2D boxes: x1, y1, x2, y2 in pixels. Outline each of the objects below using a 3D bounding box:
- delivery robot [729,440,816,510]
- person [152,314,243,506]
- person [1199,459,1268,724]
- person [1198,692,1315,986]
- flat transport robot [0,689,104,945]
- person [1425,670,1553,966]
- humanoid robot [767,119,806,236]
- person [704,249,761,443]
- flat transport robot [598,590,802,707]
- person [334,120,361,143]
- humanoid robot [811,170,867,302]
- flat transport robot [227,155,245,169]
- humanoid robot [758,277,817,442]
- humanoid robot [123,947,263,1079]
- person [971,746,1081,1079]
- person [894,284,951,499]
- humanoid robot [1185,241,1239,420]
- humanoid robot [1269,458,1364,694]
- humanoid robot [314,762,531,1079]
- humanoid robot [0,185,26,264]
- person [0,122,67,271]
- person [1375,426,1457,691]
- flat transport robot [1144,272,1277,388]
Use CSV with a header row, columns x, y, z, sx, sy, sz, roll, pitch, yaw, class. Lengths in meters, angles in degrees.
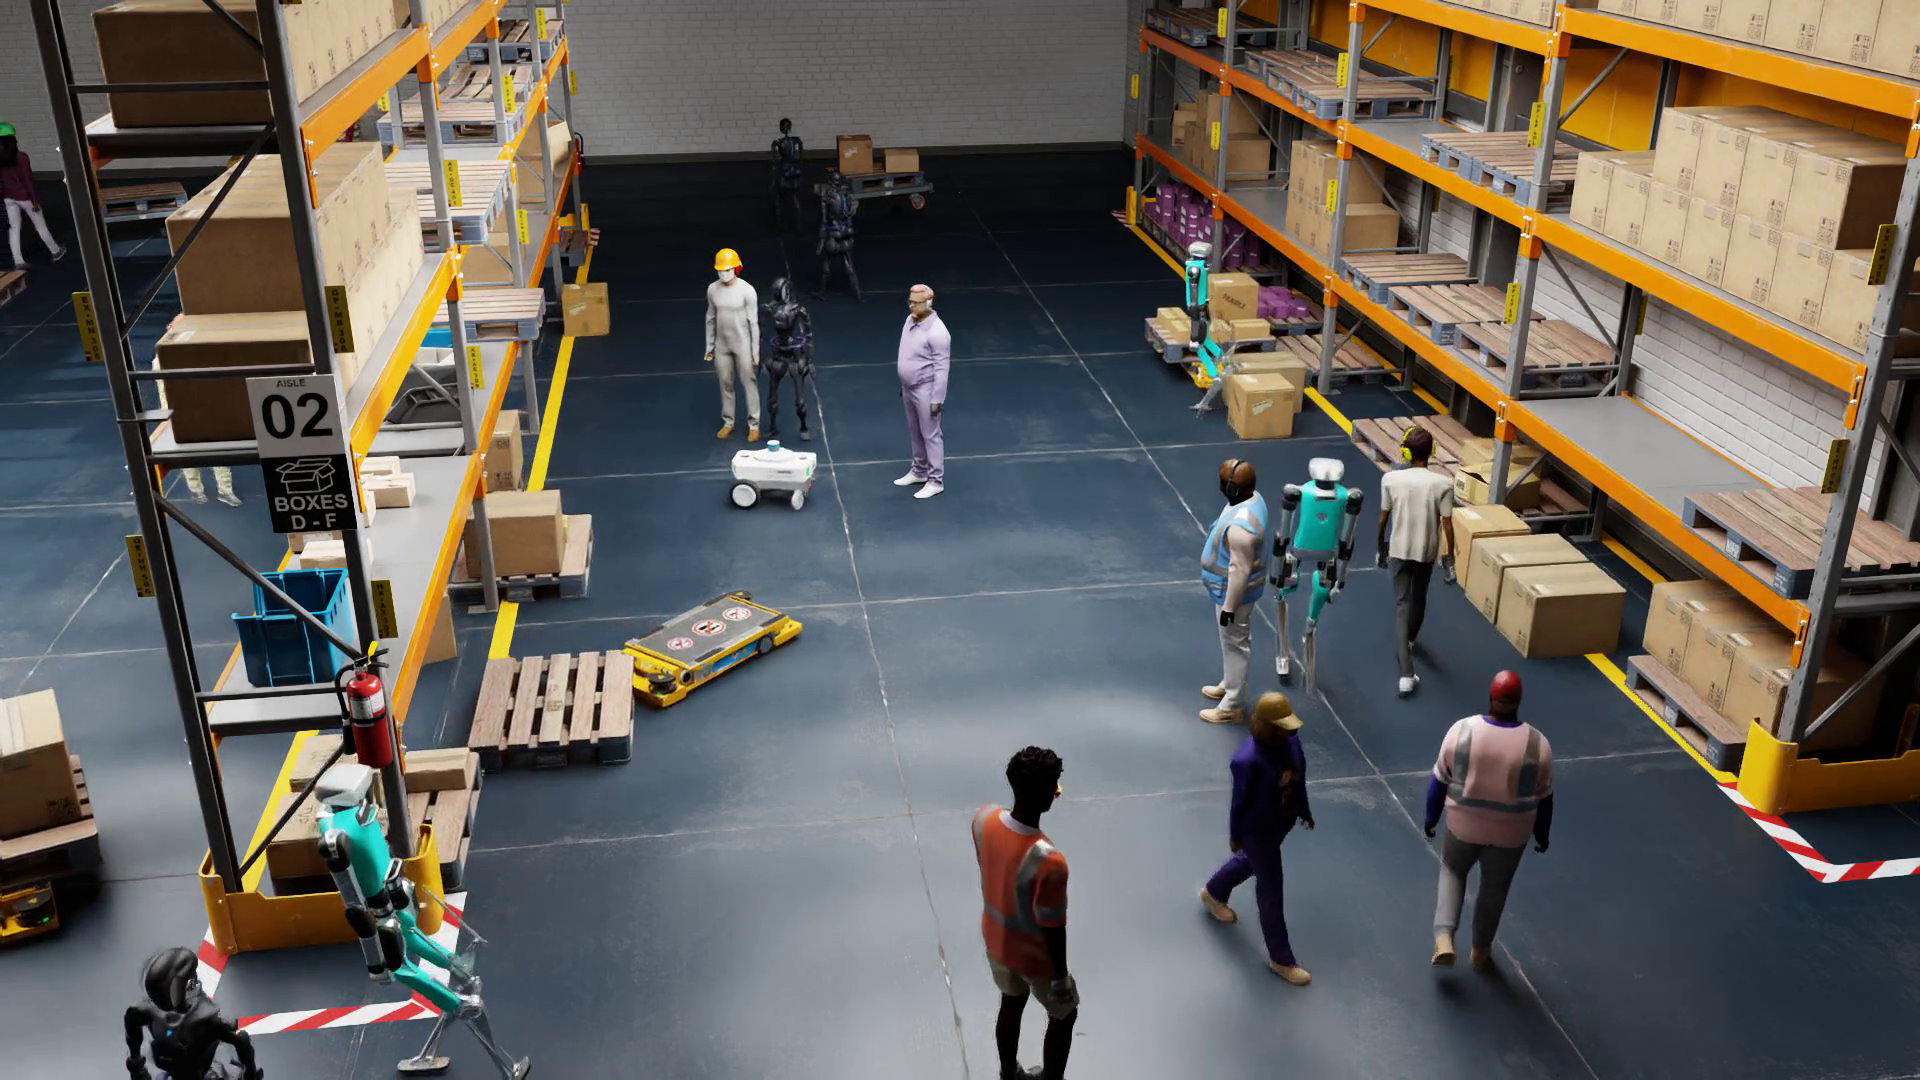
x,y,z,sx,sy,sz,roll,pitch,yaw,class
-1.651,-0.586,14.641,0.752,0.581,0.518,2,24,5,delivery robot
-6.581,-1.097,14.361,0.706,1.717,0.585,20,31,38,person
1.793,0.336,10.960,0.431,1.841,0.622,6,24,13,person
1.570,1.461,8.703,0.464,1.589,0.816,-22,32,-40,person
-5.539,1.868,9.422,0.659,0.231,1.431,-14,27,-28,flat transport robot
2.697,1.469,8.503,0.621,1.740,0.498,9,25,20,person
-2.479,-5.199,23.788,0.587,1.635,0.657,-19,30,-37,humanoid robot
-2.178,-1.862,15.908,0.563,1.888,0.379,7,25,17,person
-1.850,0.760,11.947,0.659,0.231,1.431,16,29,33,flat transport robot
-9.522,-6.184,25.878,0.622,1.807,0.882,22,32,40,person
-1.499,-3.725,20.466,0.768,1.630,0.601,17,29,33,humanoid robot
-10.299,-5.043,25.167,0.659,0.231,1.431,-6,24,-14,flat transport robot
-1.660,-1.728,15.867,0.611,1.633,0.372,6,24,13,humanoid robot
-3.030,2.302,6.685,0.593,1.635,0.442,3,24,7,humanoid robot
0.331,1.783,7.516,0.473,1.956,0.627,-17,29,-34,person
-0.351,-1.315,14.636,0.412,1.908,0.651,-13,27,-27,person
2.536,-2.040,16.565,0.657,1.846,0.541,6,24,14,humanoid robot
2.368,0.223,11.424,0.566,1.841,0.781,0,24,1,humanoid robot
-2.413,1.842,7.732,0.900,1.833,0.556,-2,24,-5,humanoid robot
-12.842,-4.522,22.225,0.590,1.657,0.335,-12,27,-26,humanoid robot
-12.435,-4.575,22.074,0.497,1.894,0.997,0,24,0,person
3.169,0.096,11.552,0.573,1.800,0.999,6,24,12,person
2.741,-1.971,18.167,0.659,0.231,1.431,-3,24,-8,flat transport robot
